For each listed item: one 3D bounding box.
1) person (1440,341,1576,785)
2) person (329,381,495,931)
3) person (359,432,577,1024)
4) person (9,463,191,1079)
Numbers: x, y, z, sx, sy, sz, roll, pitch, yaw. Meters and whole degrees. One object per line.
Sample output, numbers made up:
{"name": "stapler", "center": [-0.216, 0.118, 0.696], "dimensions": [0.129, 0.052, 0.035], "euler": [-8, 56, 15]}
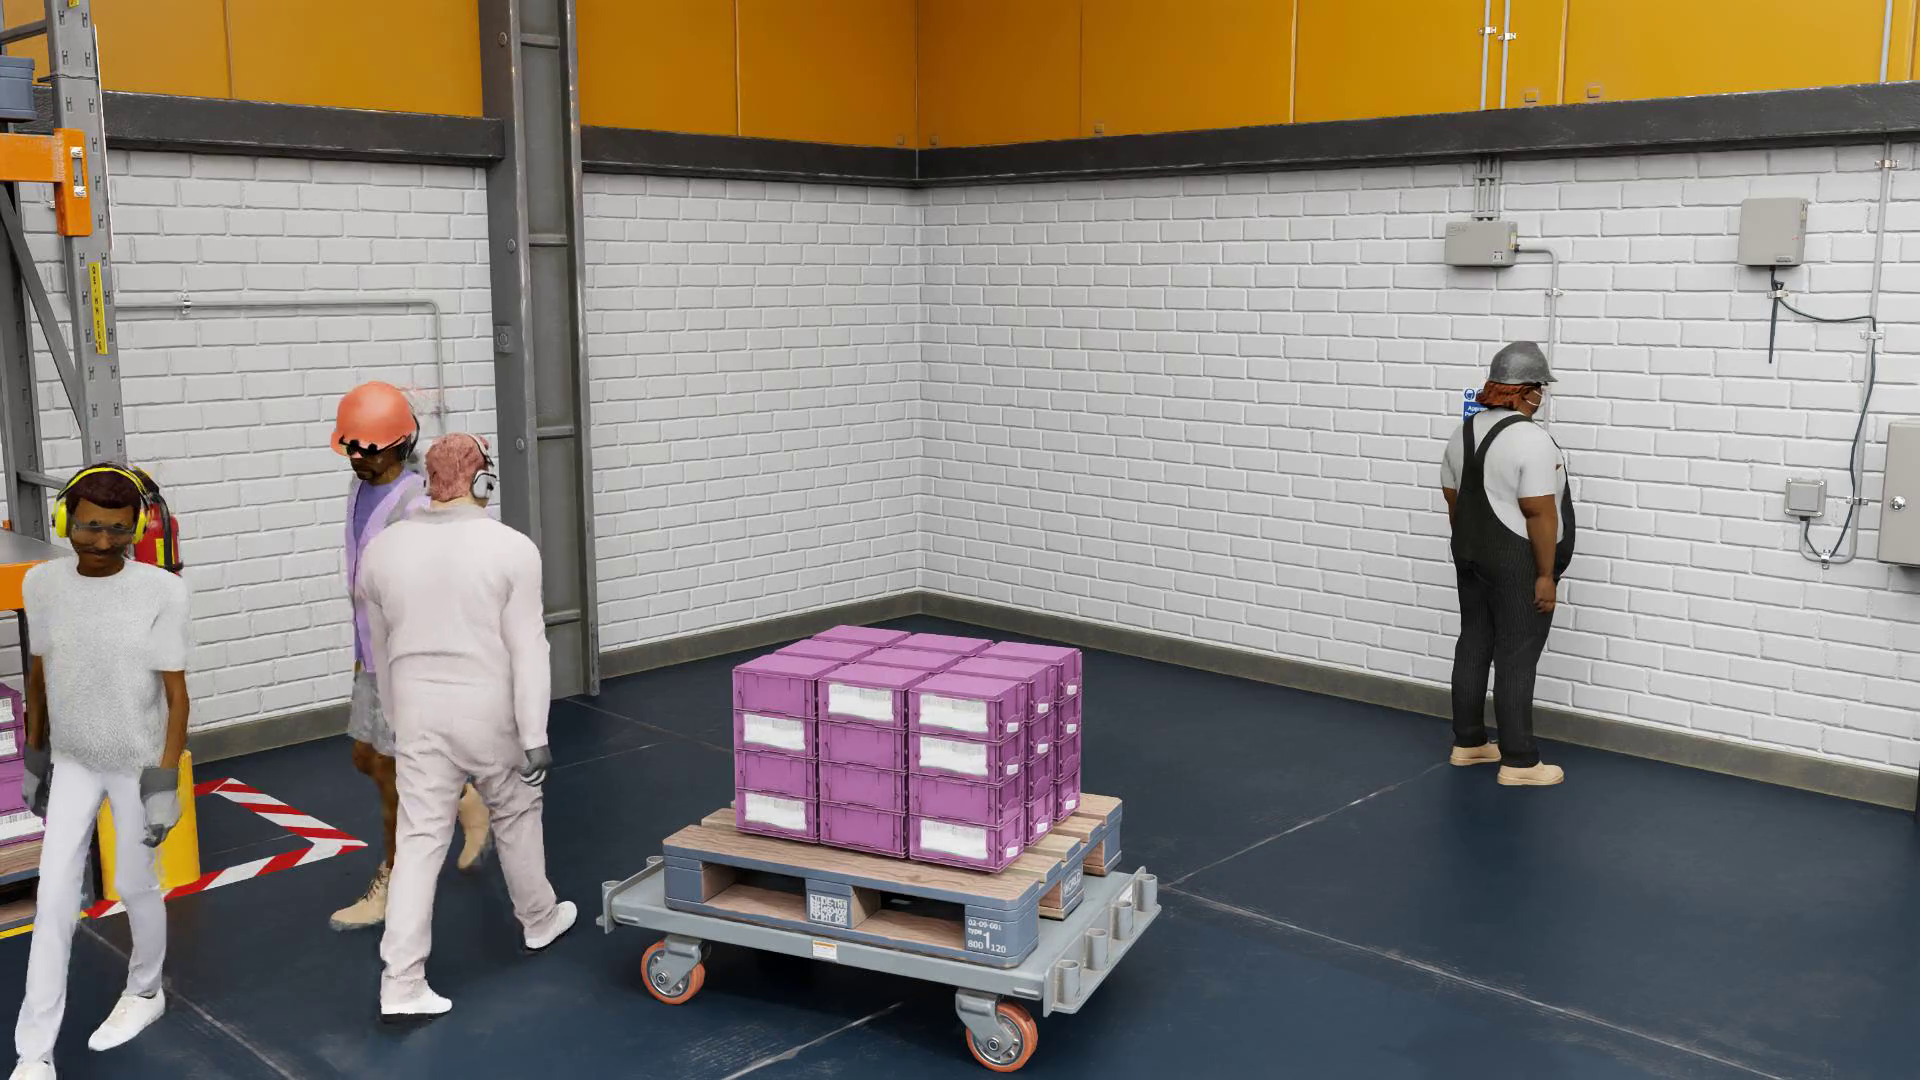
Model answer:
{"name": "person", "center": [2.577, 0.096, 7.723], "dimensions": [0.536, 2.000, 0.672], "euler": [-3, 10, -20]}
{"name": "person", "center": [-1.947, 0.407, 6.006], "dimensions": [0.660, 1.992, 0.653], "euler": [-9, 13, -42]}
{"name": "person", "center": [-1.616, 0.578, 5.396], "dimensions": [0.649, 1.852, 1.034], "euler": [2, 9, 10]}
{"name": "person", "center": [-2.498, 0.690, 4.774], "dimensions": [0.587, 1.817, 0.907], "euler": [0, 9, -1]}
